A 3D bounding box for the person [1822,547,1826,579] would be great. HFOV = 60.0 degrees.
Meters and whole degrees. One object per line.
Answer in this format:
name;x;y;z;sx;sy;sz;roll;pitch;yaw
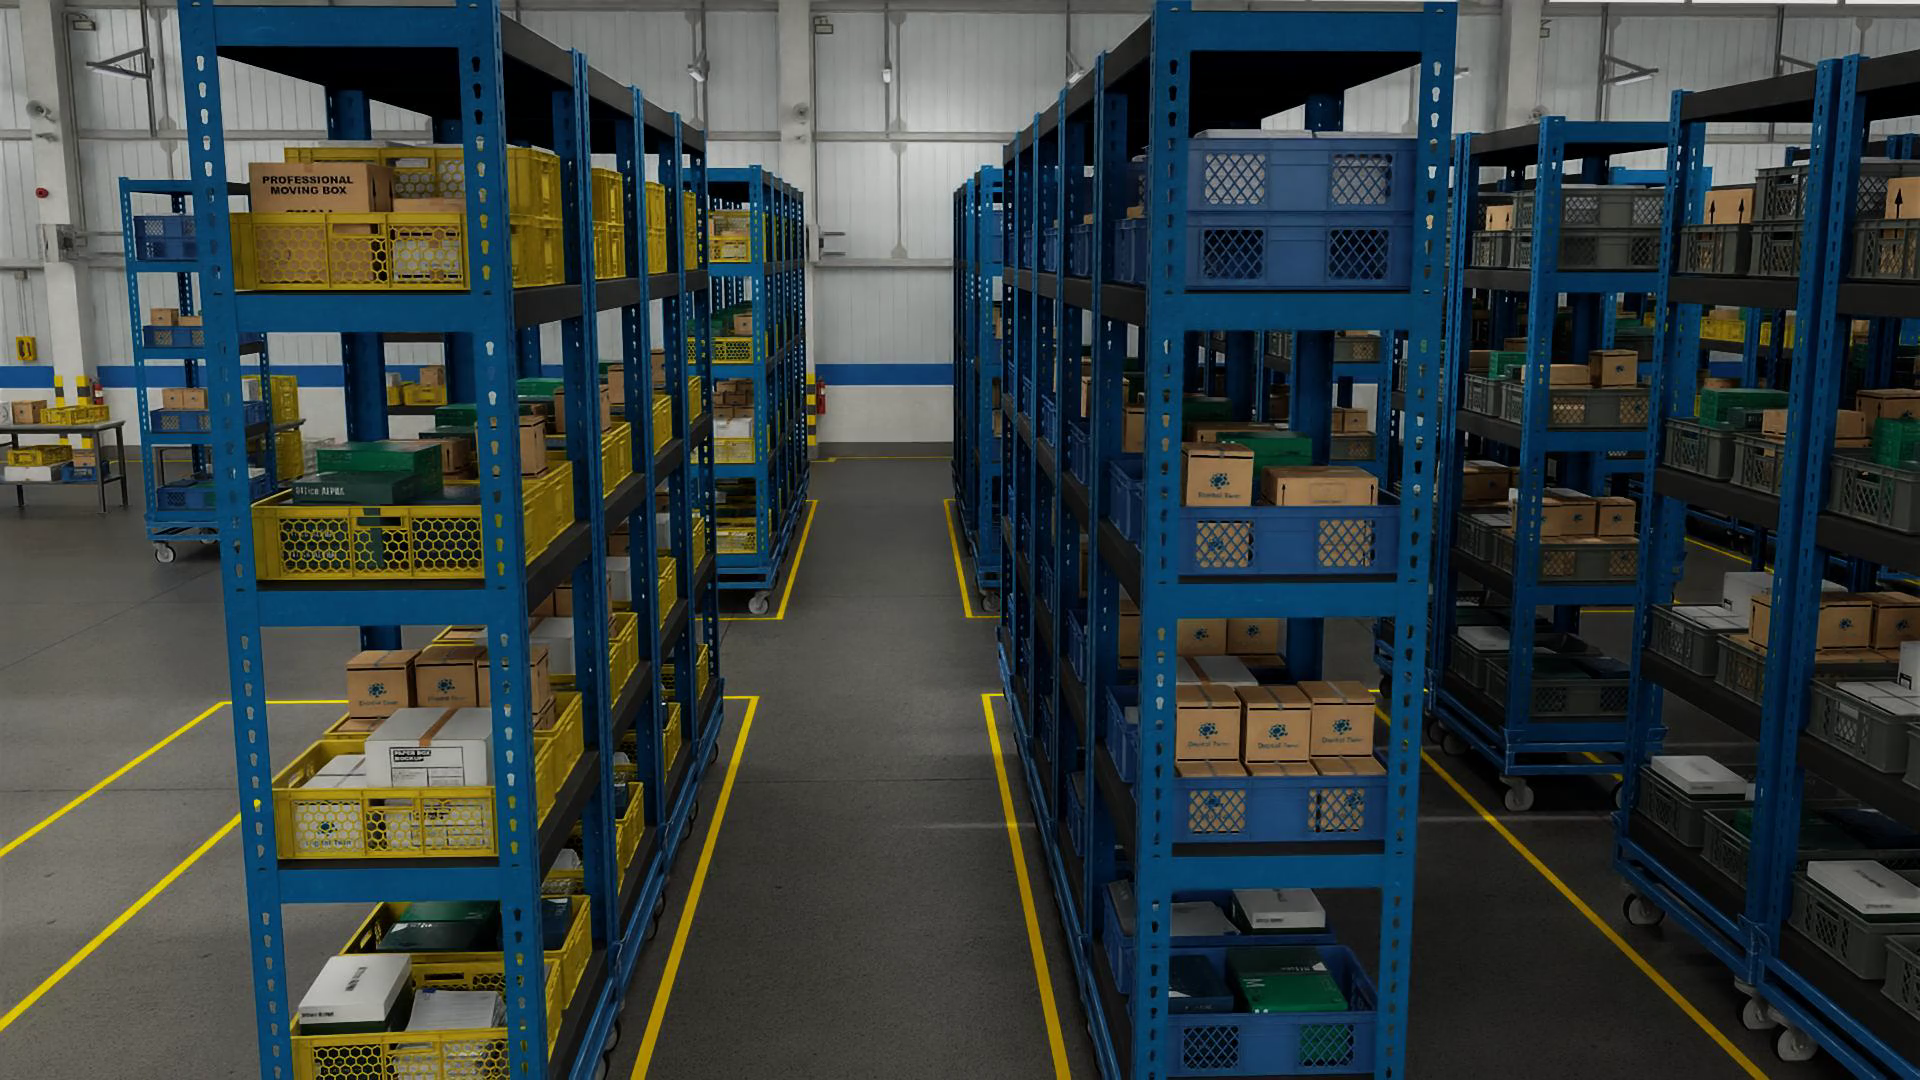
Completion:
person;6.303;-0.214;12.391;0.390;2.041;0.614;3;10;18
